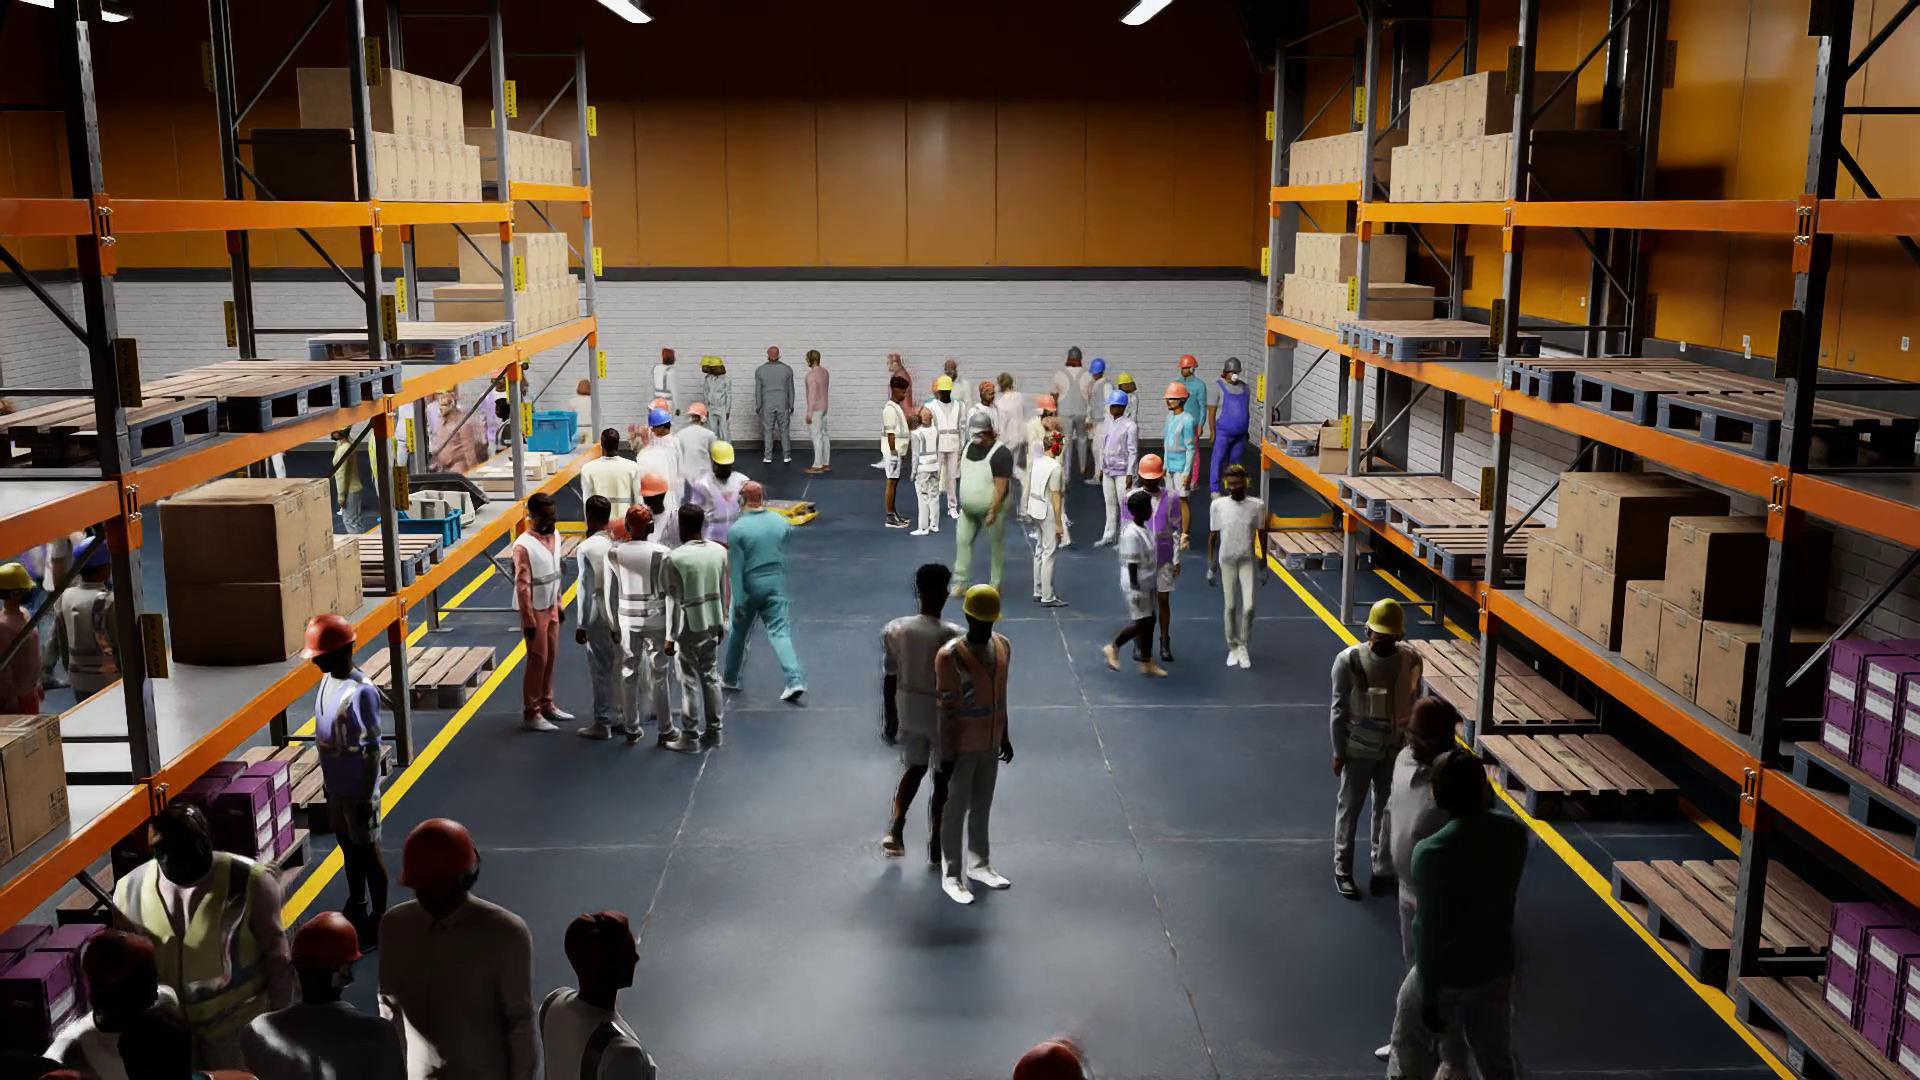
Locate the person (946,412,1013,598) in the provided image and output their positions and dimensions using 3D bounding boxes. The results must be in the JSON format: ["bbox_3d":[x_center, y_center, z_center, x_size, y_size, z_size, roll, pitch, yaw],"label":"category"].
[{"bbox_3d":[0.185,-0.363,17.455,0.688,2.000,0.830,8,14,35],"label":"person"}]

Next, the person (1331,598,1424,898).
[{"bbox_3d":[2.507,1.234,9.979,0.591,1.829,0.404,-3,12,-13],"label":"person"}]

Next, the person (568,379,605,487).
[{"bbox_3d":[-5.557,-1.602,24.808,0.516,1.580,0.880,1,11,4],"label":"person"}]

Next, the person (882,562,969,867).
[{"bbox_3d":[-0.188,1.100,10.338,0.617,1.951,0.444,6,13,29],"label":"person"}]

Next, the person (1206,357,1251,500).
[{"bbox_3d":[3.845,-1.574,23.525,0.683,2.000,0.536,-5,12,-24],"label":"person"}]

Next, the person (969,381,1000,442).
[{"bbox_3d":[0.330,-1.145,21.803,0.352,1.878,0.568,8,14,35],"label":"person"}]

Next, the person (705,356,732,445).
[{"bbox_3d":[-3.916,-2.099,26.905,0.486,1.744,0.294,5,13,26],"label":"person"}]

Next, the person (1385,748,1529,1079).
[{"bbox_3d":[2.051,1.784,7.046,0.655,1.903,0.910,-6,13,-27],"label":"person"}]

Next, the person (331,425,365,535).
[{"bbox_3d":[-7.051,-0.551,19.104,0.340,1.762,0.525,-1,11,-5],"label":"person"}]

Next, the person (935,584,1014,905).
[{"bbox_3d":[0.106,1.194,9.937,0.383,1.923,0.590,11,16,43],"label":"person"}]

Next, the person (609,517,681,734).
[{"bbox_3d":[-2.491,0.670,13.057,0.725,1.727,0.584,-3,12,-14],"label":"person"}]

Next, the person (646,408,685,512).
[{"bbox_3d":[-3.237,-0.491,18.358,0.408,1.937,0.602,-2,11,-9],"label":"person"}]

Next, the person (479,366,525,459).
[{"bbox_3d":[-6.181,-1.369,22.490,0.605,2.045,0.383,-1,11,-4],"label":"person"}]

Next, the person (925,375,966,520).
[{"bbox_3d":[-0.192,-1.227,22.072,0.594,1.924,0.381,-3,12,-14],"label":"person"}]

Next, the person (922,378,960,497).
[{"bbox_3d":[-0.268,-1.513,24.066,0.595,1.714,0.802,4,12,18],"label":"person"}]

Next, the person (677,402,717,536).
[{"bbox_3d":[-3.241,-0.854,20.690,0.573,1.725,0.694,7,13,30],"label":"person"}]

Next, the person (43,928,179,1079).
[{"bbox_3d":[-2.835,2.119,5.490,0.622,1.851,0.593,3,12,14],"label":"person"}]

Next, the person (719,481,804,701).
[{"bbox_3d":[-1.683,0.424,13.996,0.626,1.854,1.009,-9,14,-38],"label":"person"}]

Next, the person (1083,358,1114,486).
[{"bbox_3d":[2.049,-1.734,24.612,0.453,1.921,0.705,-3,12,-16],"label":"person"}]

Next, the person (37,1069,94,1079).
[{"bbox_3d":[-2.333,2.311,4.443,0.572,1.883,0.355,1,11,3],"label":"person"}]

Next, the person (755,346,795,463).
[{"bbox_3d":[-2.995,-2.188,26.956,0.639,1.903,0.409,-2,11,-10],"label":"person"}]

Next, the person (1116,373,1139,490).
[{"bbox_3d":[2.431,-1.585,24.366,0.324,1.730,0.489,-5,12,-22],"label":"person"}]

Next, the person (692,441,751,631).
[{"bbox_3d":[-2.261,-0.014,16.028,0.598,1.903,0.596,-6,13,-28],"label":"person"}]

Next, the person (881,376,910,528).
[{"bbox_3d":[-0.829,-1.150,21.604,0.378,1.959,0.603,1,11,4],"label":"person"}]

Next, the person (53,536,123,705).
[{"bbox_3d":[-5.738,0.939,11.151,0.602,1.949,0.389,4,12,20],"label":"person"}]

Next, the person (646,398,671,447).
[{"bbox_3d":[-3.777,-0.911,20.944,0.339,1.743,0.560,-6,13,-27],"label":"person"}]

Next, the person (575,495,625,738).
[{"bbox_3d":[-2.761,0.595,12.998,0.409,1.907,0.598,6,13,27],"label":"person"}]

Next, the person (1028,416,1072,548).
[{"bbox_3d":[1.123,-0.713,20.326,0.516,1.599,0.860,-10,15,-40],"label":"person"}]

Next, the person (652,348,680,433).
[{"bbox_3d":[-4.856,-2.237,27.328,0.628,1.860,0.508,10,15,41],"label":"person"}]

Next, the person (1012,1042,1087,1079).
[{"bbox_3d":[0.322,2.284,5.007,0.561,1.719,0.864,4,12,21],"label":"person"}]

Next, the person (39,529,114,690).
[{"bbox_3d":[-7.525,0.410,14.217,0.937,1.786,0.564,-5,12,-23],"label":"person"}]

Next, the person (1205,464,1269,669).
[{"bbox_3d":[2.481,0.251,14.868,0.563,1.843,0.592,2,11,10],"label":"person"}]
